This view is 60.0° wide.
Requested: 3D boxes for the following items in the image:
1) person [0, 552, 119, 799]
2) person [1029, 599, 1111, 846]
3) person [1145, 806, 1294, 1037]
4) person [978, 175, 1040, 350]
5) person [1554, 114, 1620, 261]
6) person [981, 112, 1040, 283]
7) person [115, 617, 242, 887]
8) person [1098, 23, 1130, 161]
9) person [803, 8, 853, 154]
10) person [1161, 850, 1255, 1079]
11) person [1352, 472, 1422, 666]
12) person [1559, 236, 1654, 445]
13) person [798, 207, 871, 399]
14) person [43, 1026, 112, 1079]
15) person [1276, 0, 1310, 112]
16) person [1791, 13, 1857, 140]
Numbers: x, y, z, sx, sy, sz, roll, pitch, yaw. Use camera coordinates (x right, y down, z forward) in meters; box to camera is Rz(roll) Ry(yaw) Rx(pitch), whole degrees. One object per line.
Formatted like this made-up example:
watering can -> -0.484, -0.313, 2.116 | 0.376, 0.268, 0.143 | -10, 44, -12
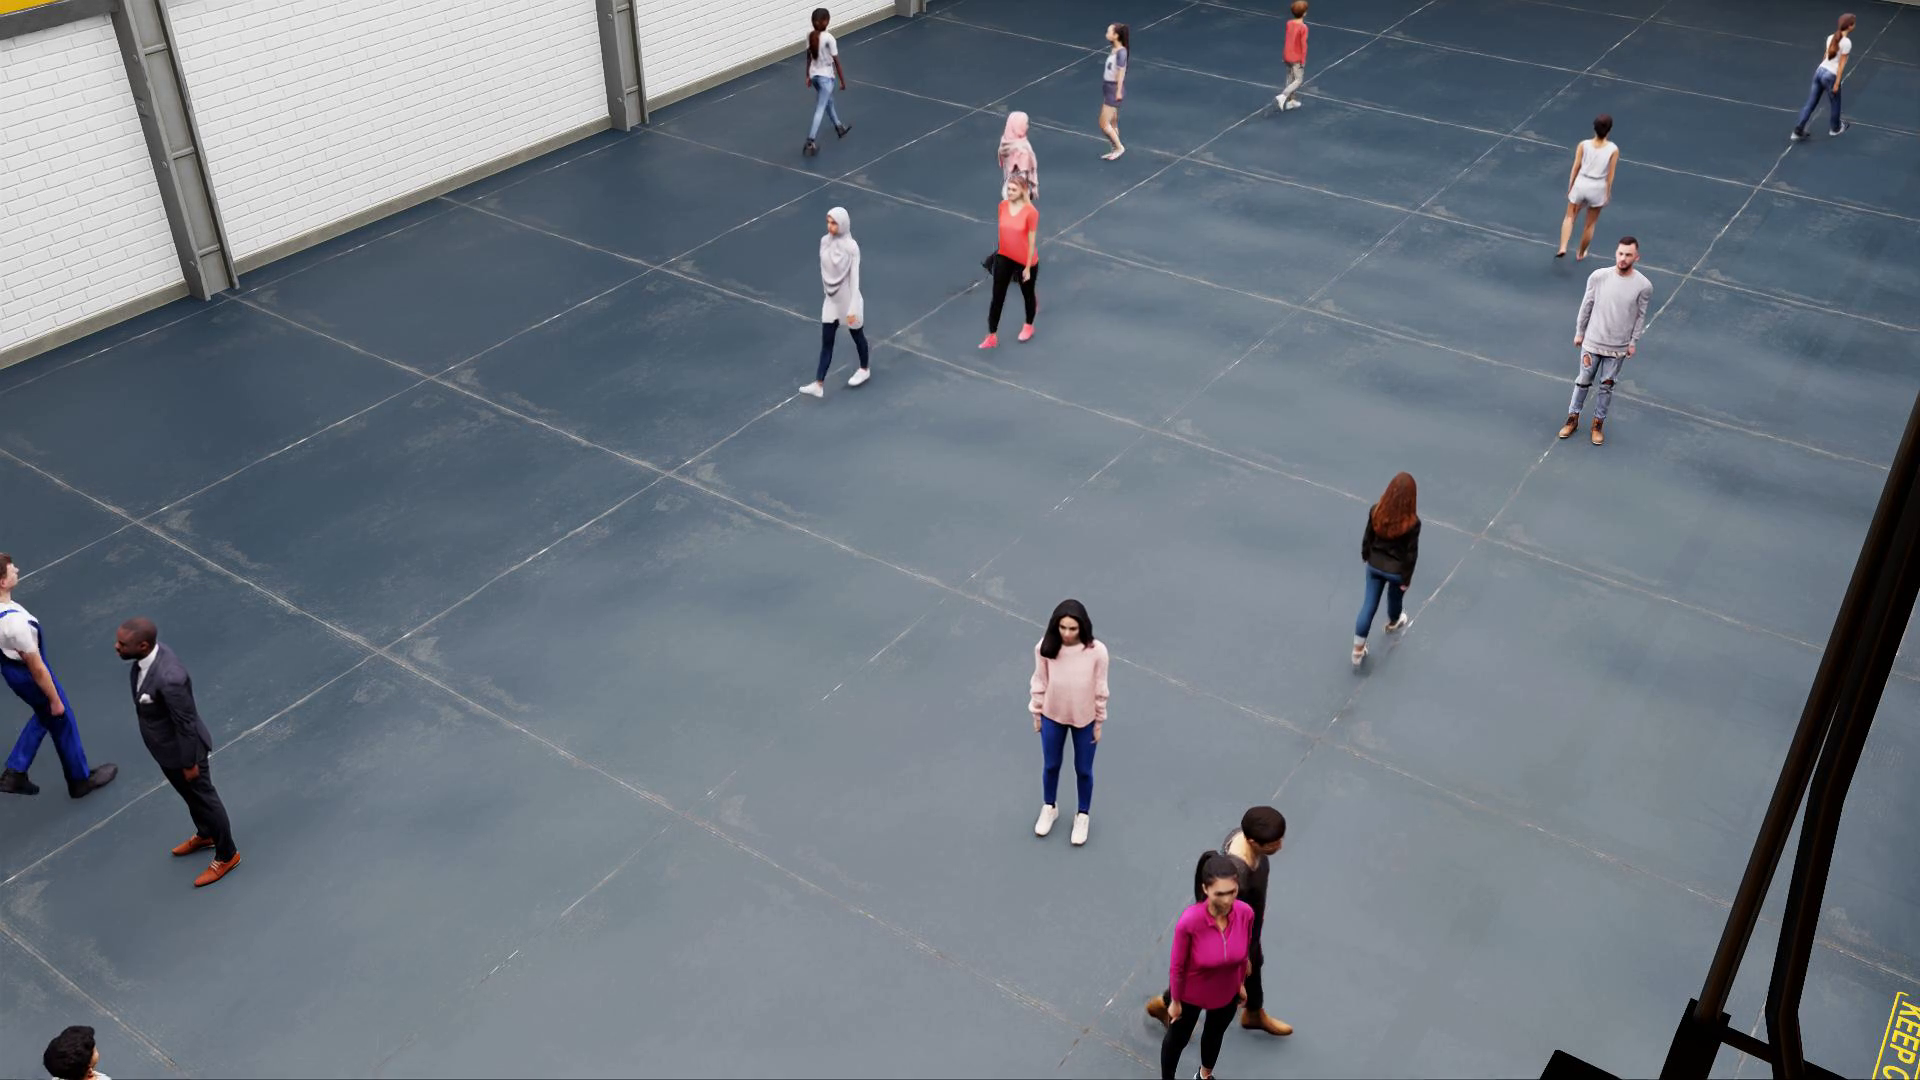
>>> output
person -> -5.752, 0.905, 10.152 | 0.627, 1.839, 0.898 | 22, 39, 29
person -> 0.664, 1.070, 9.972 | 0.702, 1.766, 0.673 | 8, 34, 11
person -> 1.338, 1.994, 8.664 | 0.814, 1.675, 1.006 | 12, 36, 18
person -> 0.592, -2.636, 15.637 | 0.651, 1.666, 0.990 | 17, 37, 23
person -> 6.469, -3.587, 17.126 | 0.624, 1.600, 0.783 | 17, 37, 23
person -> 0.488, -3.390, 16.659 | 1.002, 1.789, 0.882 | -14, 36, -20
person -> -4.577, 1.197, 9.727 | 0.679, 1.824, 0.753 | -26, 42, -33
person -> 1.895, -5.264, 19.618 | 0.766, 1.636, 0.692 | -3, 34, -4
person -> -1.692, -5.437, 19.847 | 0.654, 1.670, 1.132 | 24, 41, 32
person -> 1.223, 2.226, 8.293 | 0.680, 1.698, 0.755 | -10, 35, -14
person -> 2.937, 0.221, 11.537 | 0.577, 1.446, 0.959 | 21, 39, 28
person -> 5.475, -1.708, 14.083 | 0.724, 1.841, 0.635 | 14, 36, 20
person -> -0.975, -2.128, 14.807 | 0.672, 1.738, 1.080 | 23, 40, 31
person -> -4.076, 2.798, 7.836 | 0.668, 1.252, 0.806 | 5, 34, 8
person -> 4.216, -6.130, 21.128 | 0.831, 1.406, 0.658 | -23, 40, -30
person -> 10.512, -5.606, 20.238 | 1.089, 1.518, 0.934 | -12, 35, -17
